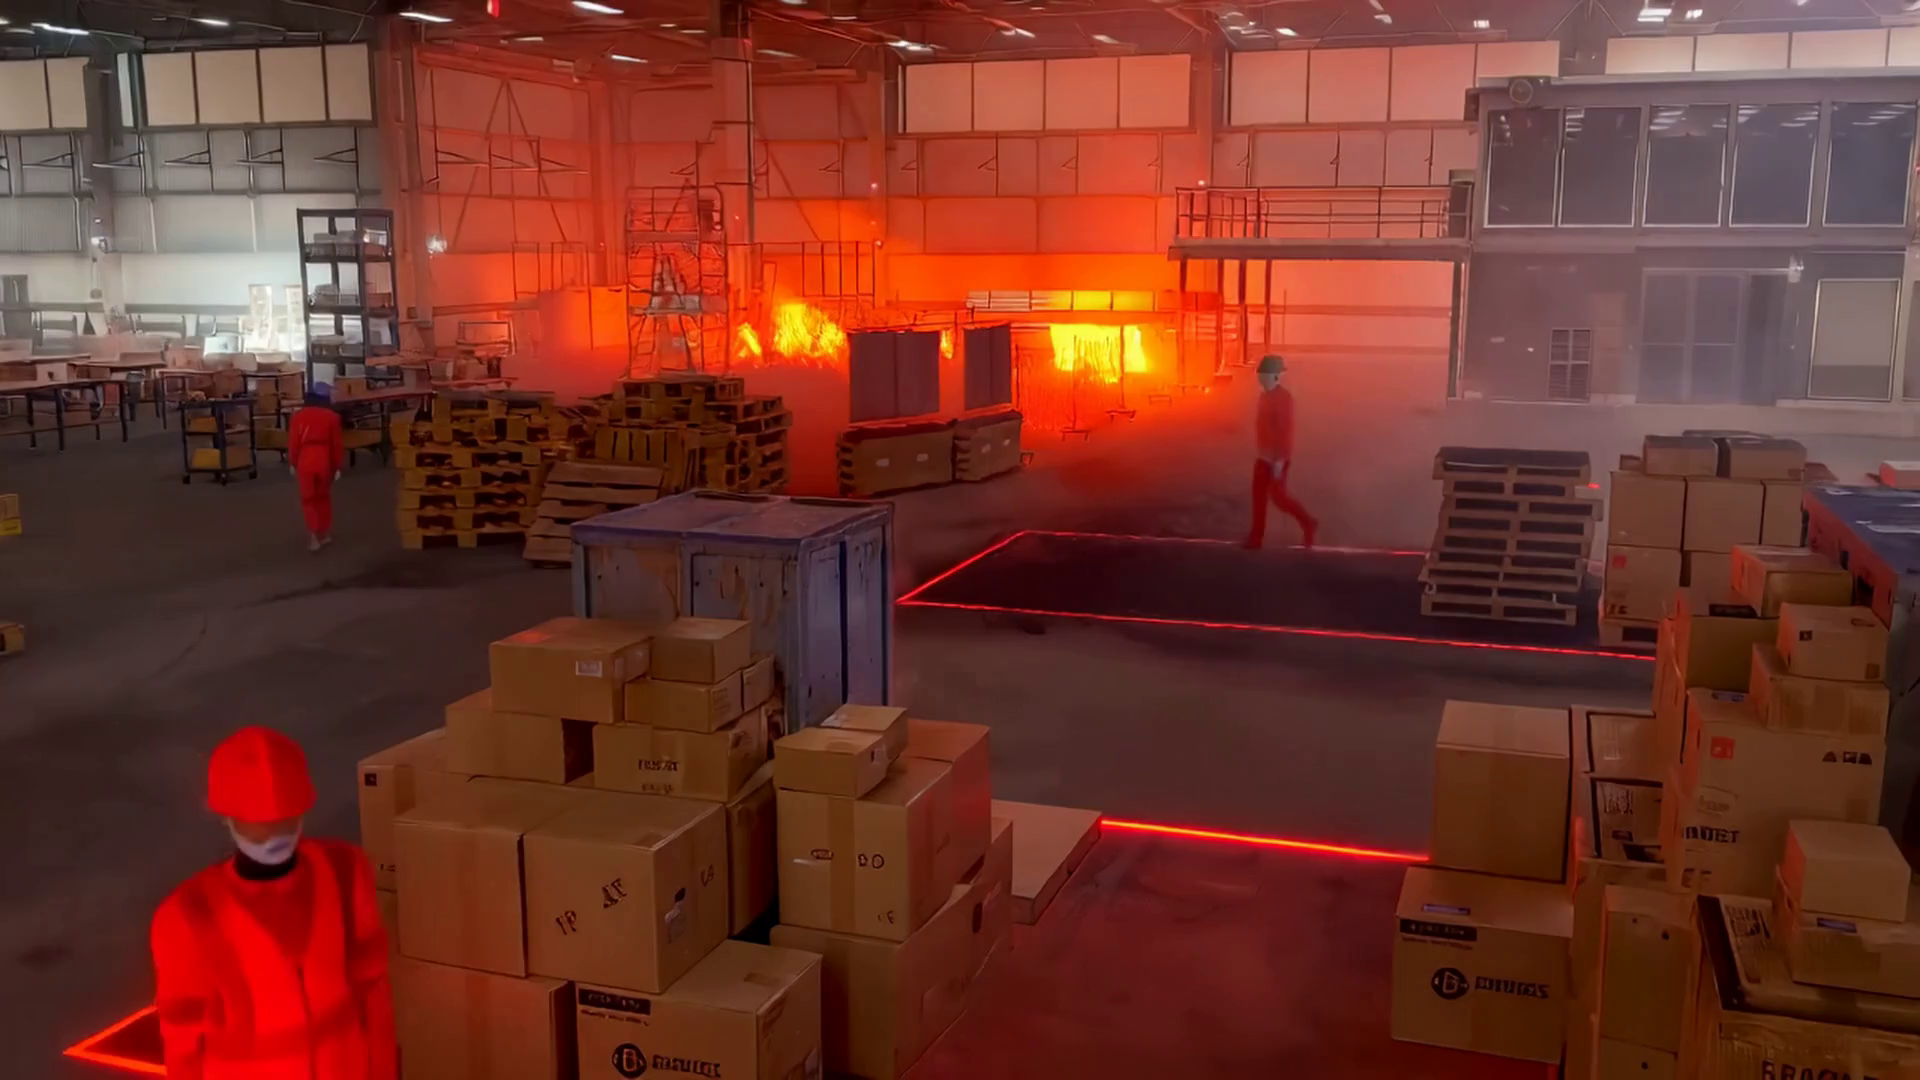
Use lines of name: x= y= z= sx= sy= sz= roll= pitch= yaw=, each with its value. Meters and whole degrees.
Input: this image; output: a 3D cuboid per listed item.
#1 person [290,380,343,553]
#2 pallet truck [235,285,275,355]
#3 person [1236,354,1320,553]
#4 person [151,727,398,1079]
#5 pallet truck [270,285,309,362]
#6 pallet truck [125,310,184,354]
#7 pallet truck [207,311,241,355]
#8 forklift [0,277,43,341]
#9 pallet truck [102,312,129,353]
person: x=-6.408 y=-0.742 z=16.597 sx=0.510 sy=1.690 sz=0.832 roll=-4 pitch=11 yaw=-20
pallet truck: x=-18.327 y=-5.835 z=44.421 sx=0.823 sy=1.965 sz=1.885 roll=4 pitch=11 yaw=23
person: x=3.139 y=-0.843 z=16.382 sx=0.769 sy=1.977 sz=0.627 roll=-3 pitch=11 yaw=-18
person: x=-1.733 y=1.359 z=4.182 sx=0.920 sy=1.911 sz=0.537 roll=9 pitch=13 yaw=41
pallet truck: x=-17.147 y=-5.700 z=43.663 sx=0.823 sy=1.965 sz=1.885 roll=3 pitch=11 yaw=17
pallet truck: x=-22.038 y=-5.665 z=45.457 sx=0.704 sy=1.261 sz=1.522 roll=3 pitch=11 yaw=17
pallet truck: x=-19.537 y=-5.575 z=44.913 sx=0.653 sy=1.274 sz=1.630 roll=3 pitch=11 yaw=19
forklift: x=-27.151 y=-6.329 z=46.328 sx=1.157 sy=1.987 sz=2.680 roll=3 pitch=11 yaw=17
pallet truck: x=-23.057 y=-5.777 z=46.261 sx=0.680 sy=1.201 sz=1.601 roll=3 pitch=11 yaw=19
